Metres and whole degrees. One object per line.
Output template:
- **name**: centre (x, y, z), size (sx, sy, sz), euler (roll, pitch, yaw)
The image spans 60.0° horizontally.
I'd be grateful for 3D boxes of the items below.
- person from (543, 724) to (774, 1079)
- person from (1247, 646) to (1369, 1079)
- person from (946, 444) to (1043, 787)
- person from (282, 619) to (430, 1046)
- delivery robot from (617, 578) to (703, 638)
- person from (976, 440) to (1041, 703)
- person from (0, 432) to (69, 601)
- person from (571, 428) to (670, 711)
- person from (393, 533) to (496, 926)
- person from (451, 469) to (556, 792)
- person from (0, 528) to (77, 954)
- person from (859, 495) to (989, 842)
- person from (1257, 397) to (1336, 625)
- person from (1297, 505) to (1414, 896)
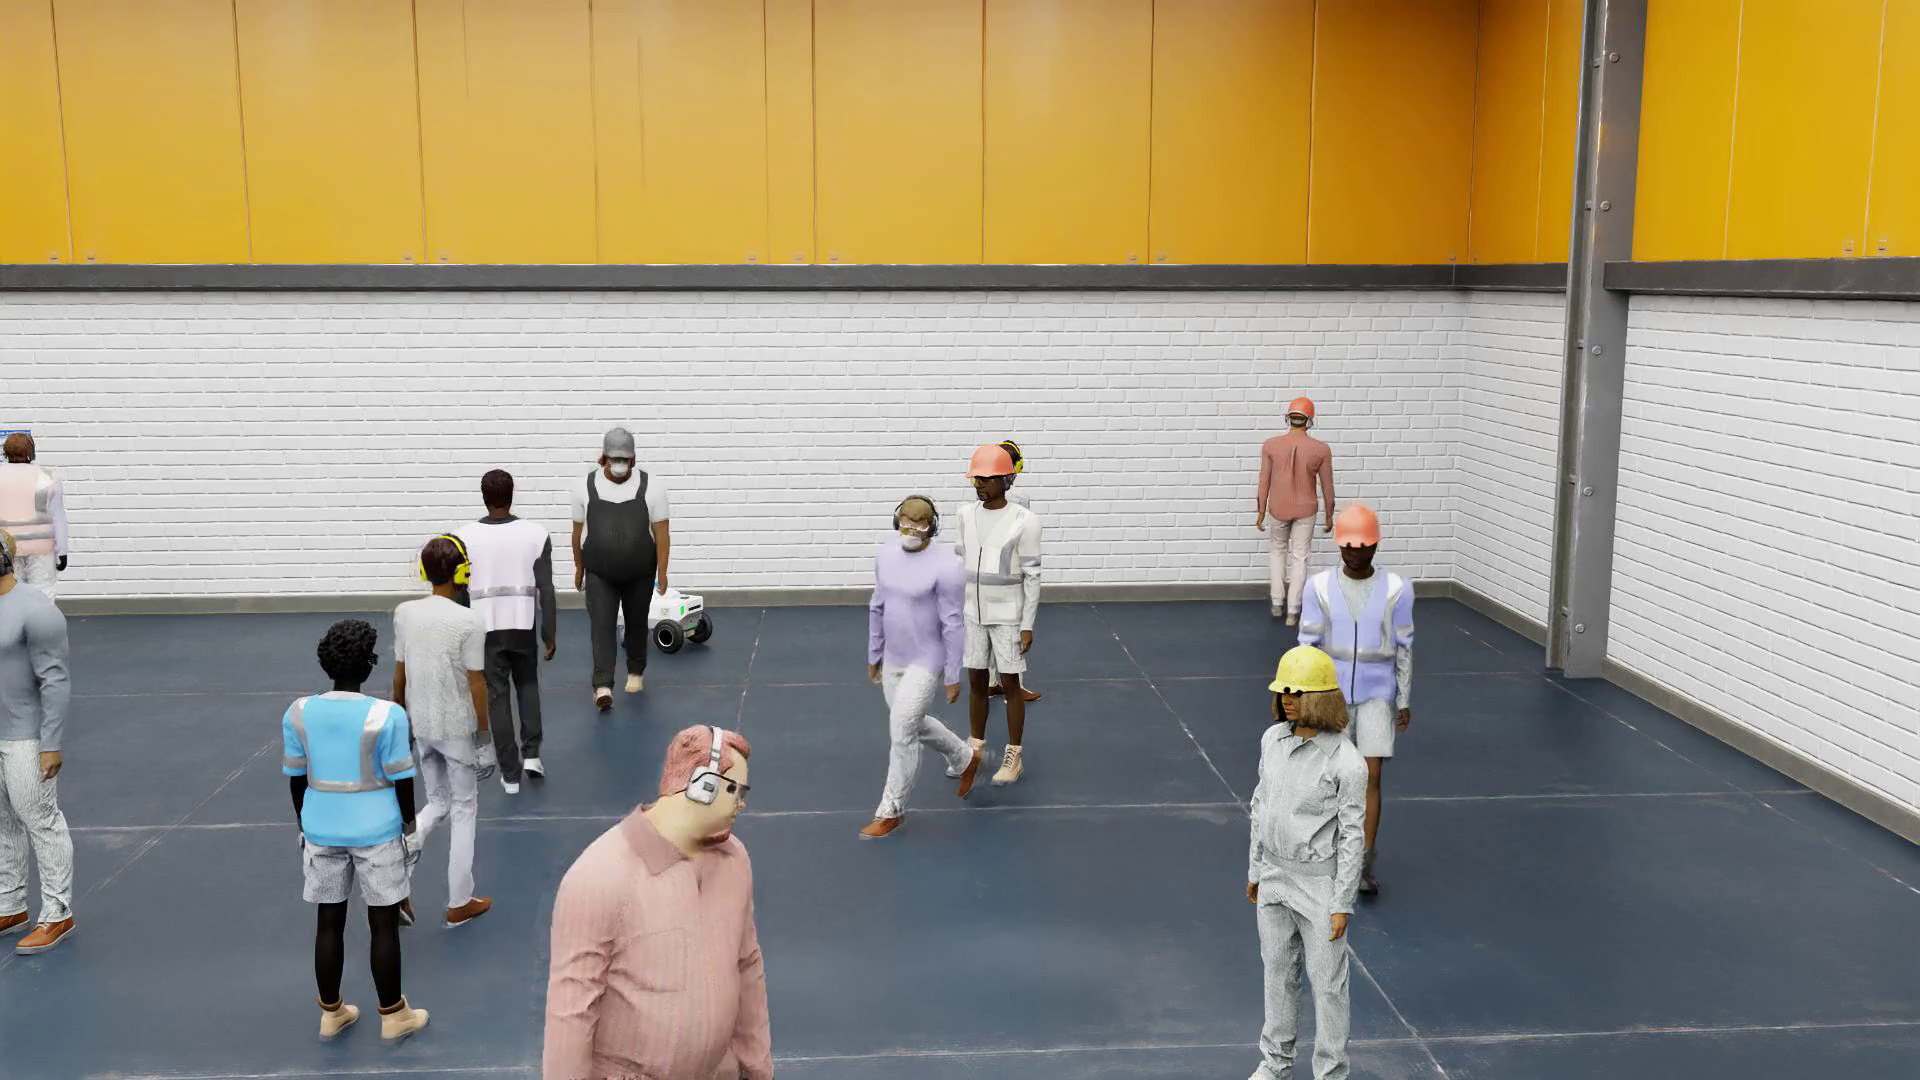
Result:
- **person**: centre (-0.760, 1.421, 4.349), size (0.402, 1.874, 0.726), euler (7, 11, 37)
- **person**: centre (1.211, 1.230, 5.925), size (0.294, 1.744, 0.487), euler (-7, 11, -37)
- **person**: centre (0.189, 0.445, 9.913), size (0.605, 2.045, 0.381), euler (6, 11, 35)
- **person**: centre (-2.380, 1.152, 6.562), size (0.540, 1.695, 0.317), euler (1, 9, 9)
- **delivery robot**: centre (-2.464, 0.555, 13.591), size (0.707, 0.478, 0.477), euler (4, 10, 24)
- **person**: centre (0.337, 0.223, 11.832), size (0.531, 1.876, 0.317), euler (8, 12, 43)
- **person**: centre (-7.228, 0.079, 12.859), size (0.636, 1.831, 0.528), euler (-3, 9, -17)
- **person**: centre (-2.389, 0.152, 11.760), size (0.696, 2.000, 1.039), euler (-2, 9, -11)
- **person**: centre (-2.404, 0.905, 7.626), size (0.528, 1.853, 0.547), euler (4, 10, 22)
- **person**: centre (-2.702, 0.536, 9.844), size (0.587, 1.891, 0.552), euler (-3, 10, -20)
- **person**: centre (-4.276, 0.886, 7.475), size (0.633, 1.939, 0.368), euler (3, 10, 19)
- **person**: centre (-0.166, 0.657, 9.075), size (0.881, 1.896, 0.664), euler (-9, 12, -43)
- **person**: centre (2.965, -0.268, 14.575), size (0.659, 1.976, 0.675), euler (3, 10, 20)
- **person**: centre (1.934, 0.785, 8.222), size (0.566, 1.899, 0.895), euler (3, 10, 18)
